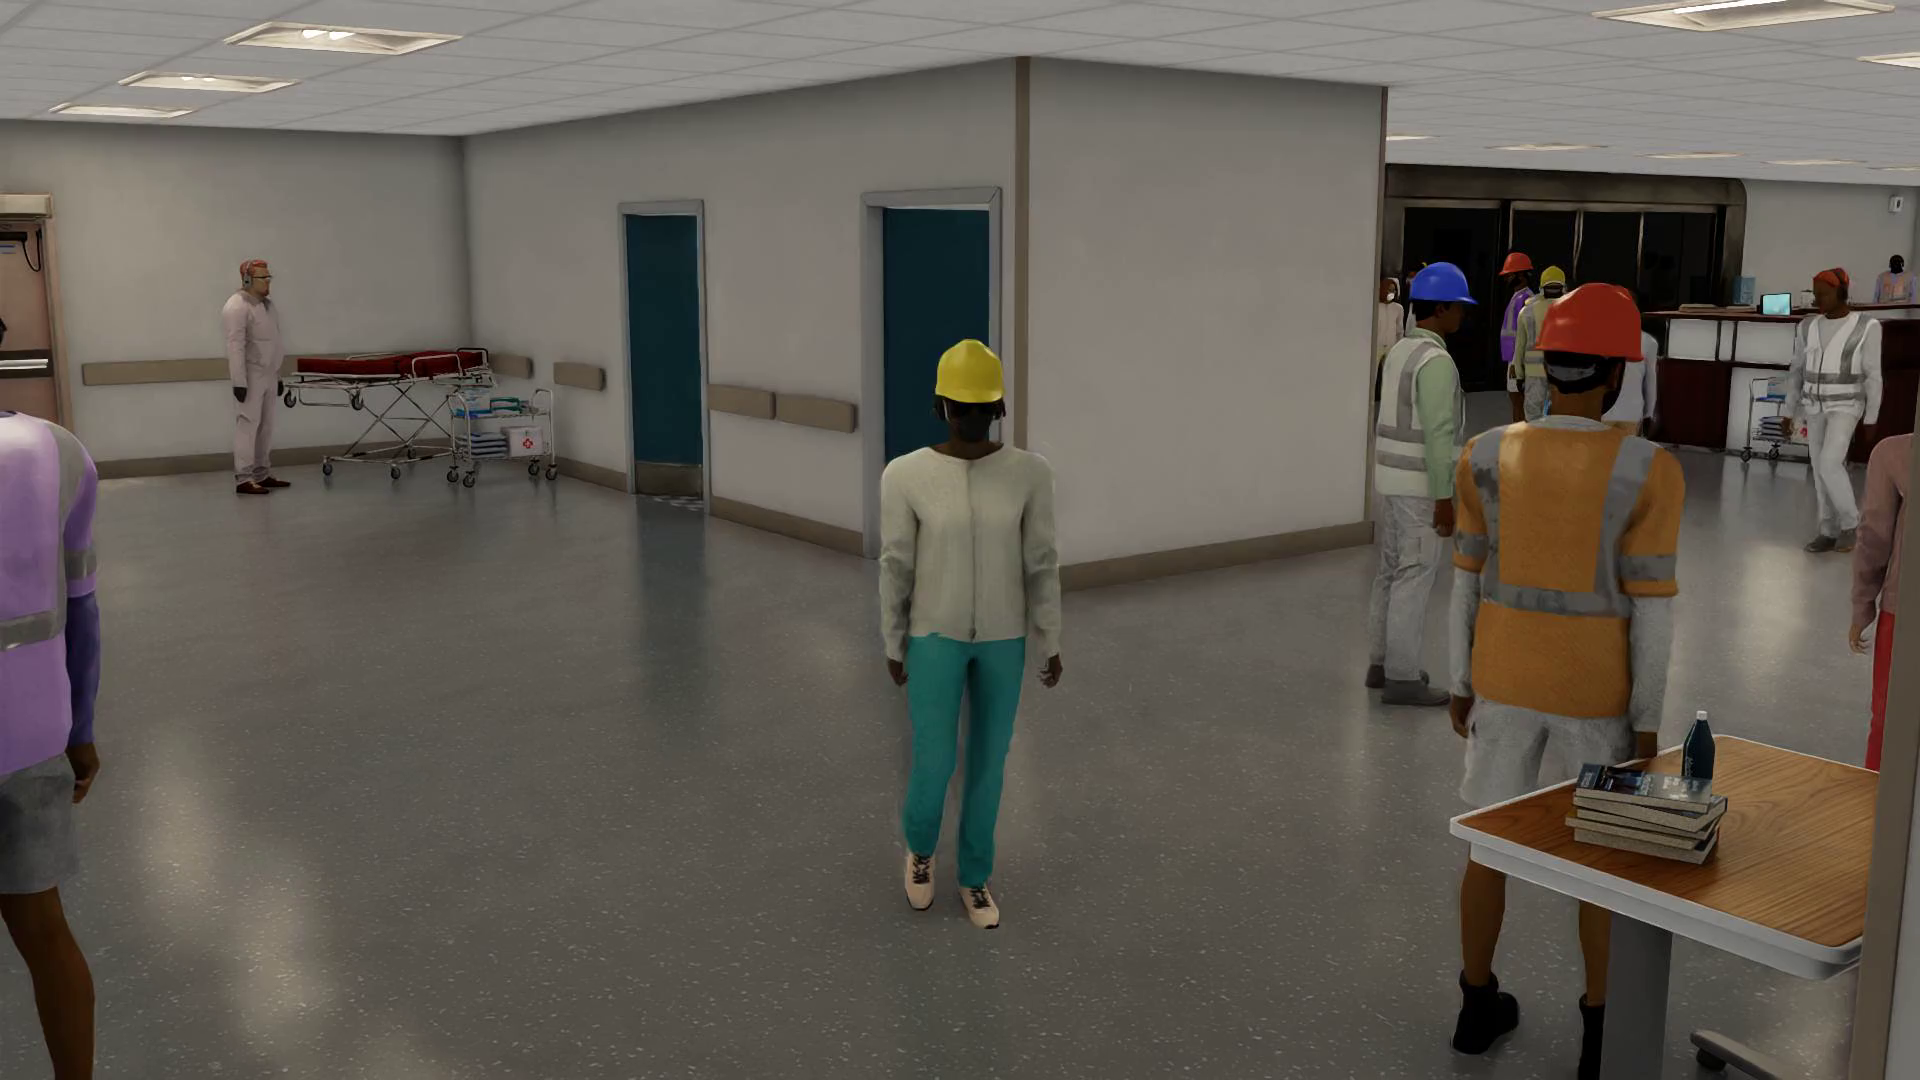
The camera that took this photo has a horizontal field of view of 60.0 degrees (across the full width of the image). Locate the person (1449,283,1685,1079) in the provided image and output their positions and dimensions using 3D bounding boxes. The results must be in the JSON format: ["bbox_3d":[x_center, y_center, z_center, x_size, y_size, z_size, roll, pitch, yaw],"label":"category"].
[{"bbox_3d":[1.463,0.344,4.079,0.543,1.927,0.392,7,12,35],"label":"person"}]

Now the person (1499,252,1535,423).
[{"bbox_3d":[5.198,-1.714,15.586,0.366,1.935,0.543,3,11,15],"label":"person"}]

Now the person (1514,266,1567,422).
[{"bbox_3d":[5.151,-1.470,14.540,0.592,1.826,0.404,4,11,22],"label":"person"}]

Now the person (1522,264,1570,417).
[{"bbox_3d":[5.439,-1.604,15.277,0.623,1.835,0.431,2,10,10],"label":"person"}]

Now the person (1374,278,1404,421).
[{"bbox_3d":[4.829,-2.163,18.981,0.504,1.627,0.285,-3,10,-14],"label":"person"}]

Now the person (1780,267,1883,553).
[{"bbox_3d":[5.666,-0.827,10.815,0.458,1.866,0.587,-5,11,-24],"label":"person"}]

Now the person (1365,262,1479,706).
[{"bbox_3d":[2.036,-0.243,7.326,0.415,1.940,0.622,0,10,-1],"label":"person"}]

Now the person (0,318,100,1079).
[{"bbox_3d":[-2.046,0.414,3.422,0.409,2.028,0.611,3,11,17],"label":"person"}]

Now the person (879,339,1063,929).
[{"bbox_3d":[0.035,0.292,4.875,0.525,1.755,0.369,-3,10,-14],"label":"person"}]

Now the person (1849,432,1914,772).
[{"bbox_3d":[3.017,0.243,5.094,0.533,1.766,0.312,7,12,33],"label":"person"}]

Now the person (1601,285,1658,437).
[{"bbox_3d":[4.570,-0.903,11.616,0.559,1.732,0.457,-1,10,-6],"label":"person"}]

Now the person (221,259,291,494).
[{"bbox_3d":[-5.708,-1.322,13.522,0.408,1.894,0.663,1,10,3],"label":"person"}]

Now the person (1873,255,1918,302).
[{"bbox_3d":[15.445,-3.792,27.527,0.629,1.837,0.429,8,13,39],"label":"person"}]
